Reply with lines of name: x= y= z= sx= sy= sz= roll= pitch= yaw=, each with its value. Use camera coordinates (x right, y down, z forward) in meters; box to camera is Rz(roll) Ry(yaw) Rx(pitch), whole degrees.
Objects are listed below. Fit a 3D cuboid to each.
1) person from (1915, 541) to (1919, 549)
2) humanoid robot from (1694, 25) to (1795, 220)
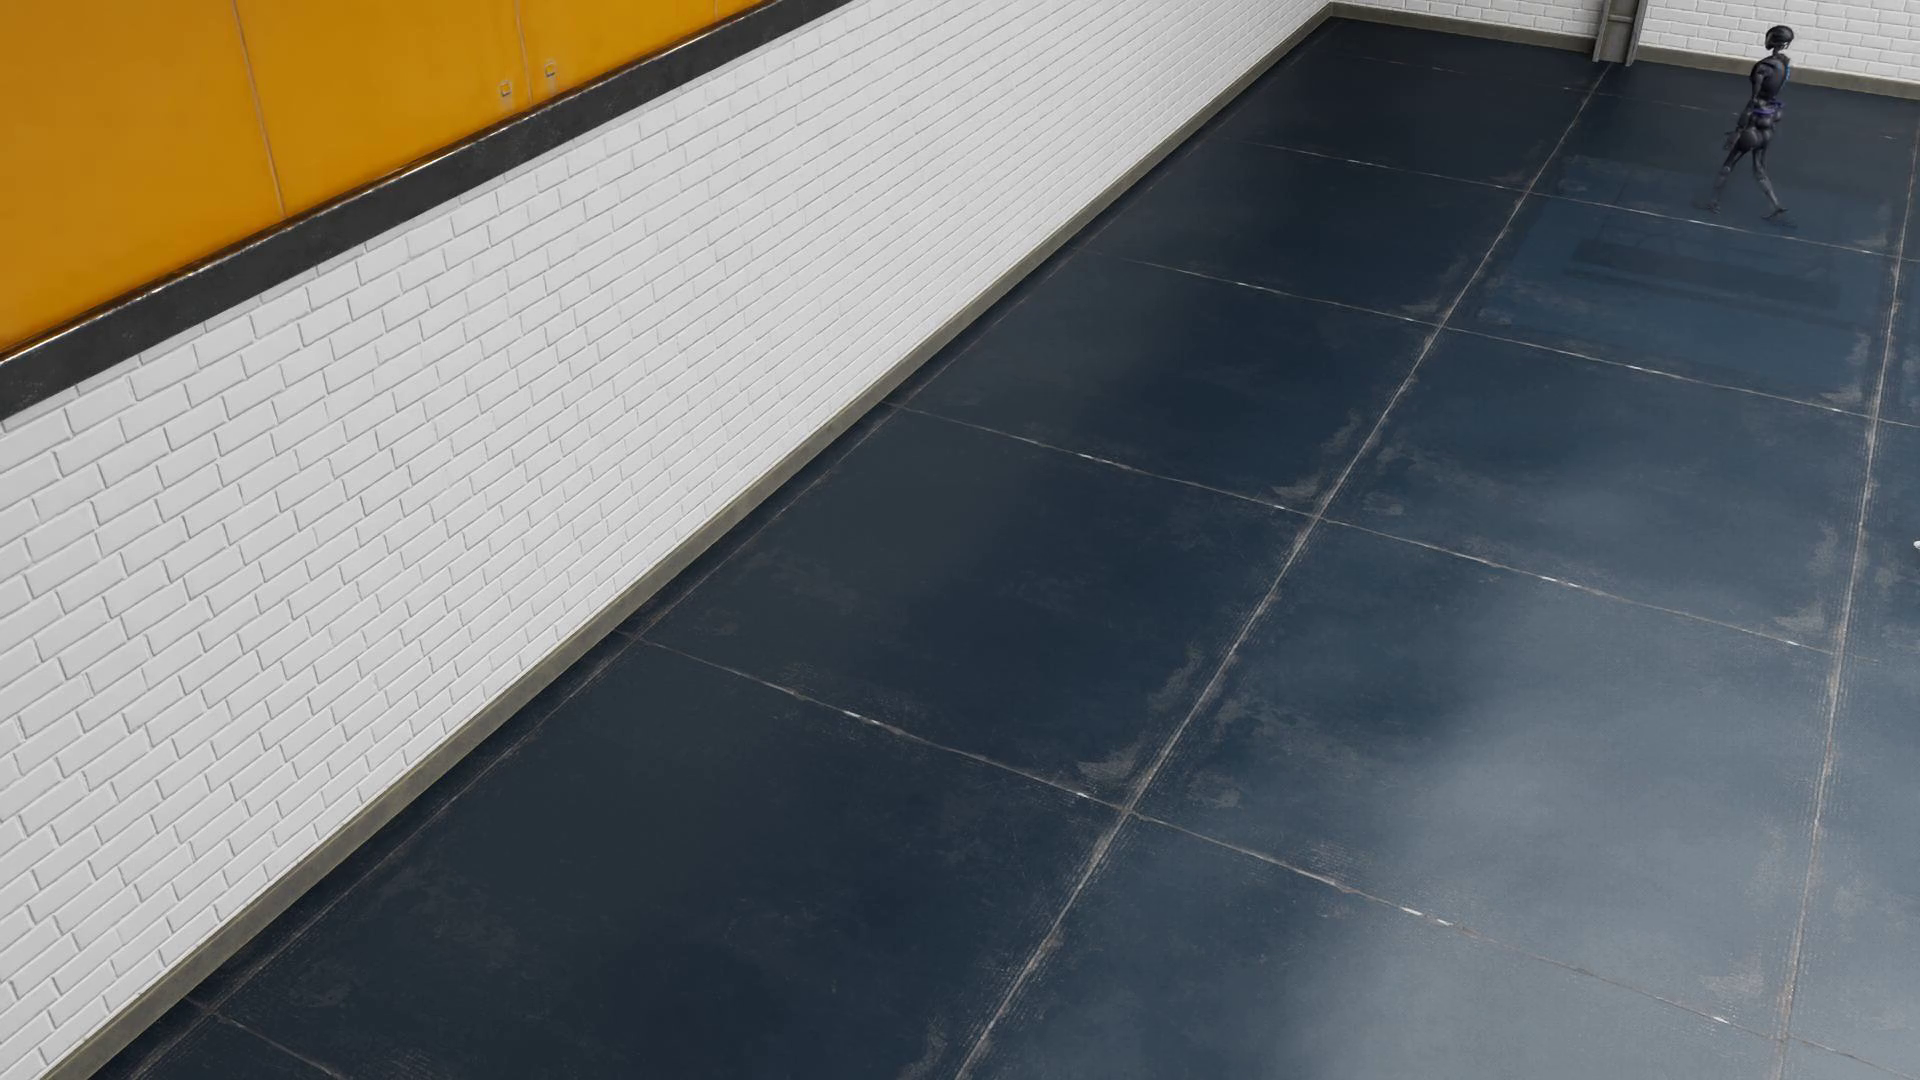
person: x=5.886 y=-0.557 z=9.483 sx=0.321 sy=1.742 sz=0.489 roll=9 pitch=35 yaw=13
humanoid robot: x=6.717 y=-3.469 z=13.913 sx=0.740 sy=1.642 sz=0.602 roll=29 pitch=44 yaw=36
